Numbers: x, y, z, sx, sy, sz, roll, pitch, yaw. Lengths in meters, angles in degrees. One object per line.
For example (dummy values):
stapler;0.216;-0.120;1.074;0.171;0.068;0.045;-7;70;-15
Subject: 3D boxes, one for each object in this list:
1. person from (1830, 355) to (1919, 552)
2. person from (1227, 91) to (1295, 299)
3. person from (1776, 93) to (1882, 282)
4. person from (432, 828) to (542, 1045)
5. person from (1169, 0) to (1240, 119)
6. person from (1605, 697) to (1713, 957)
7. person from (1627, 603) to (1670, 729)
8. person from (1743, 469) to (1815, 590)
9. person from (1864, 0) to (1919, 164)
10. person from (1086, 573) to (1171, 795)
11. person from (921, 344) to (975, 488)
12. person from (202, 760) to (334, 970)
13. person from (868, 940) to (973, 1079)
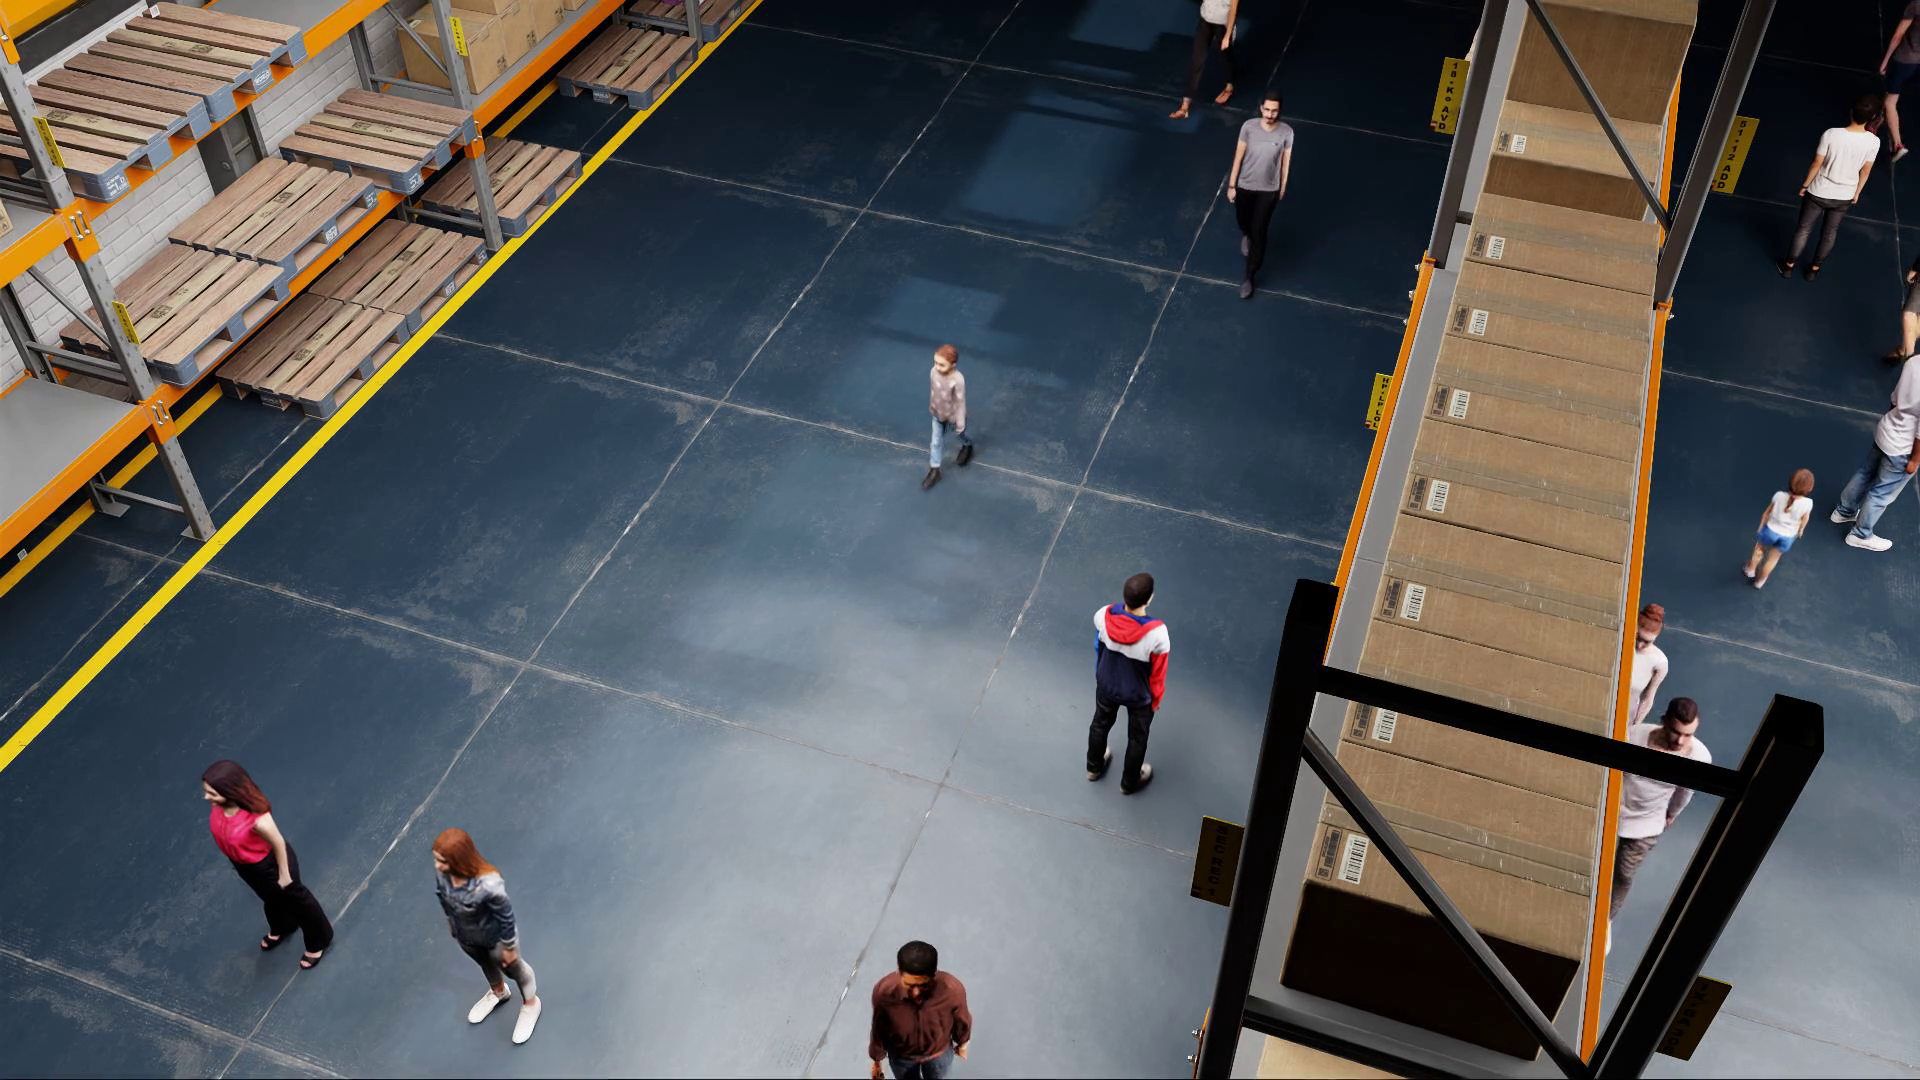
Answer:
person;6.565;-0.728;11.599;0.768;1.816;0.626;1;44;1
person;2.523;-3.027;14.078;0.644;1.725;1.153;12;45;13
person;7.347;-2.965;14.014;0.628;1.723;0.539;12;45;12
person;-2.497;2.042;8.774;0.631;1.702;0.544;19;47;19
person;2.551;-4.970;16.083;1.248;1.773;0.967;-34;53;-31
person;3.757;1.444;9.325;0.694;1.807;1.130;16;46;16
person;3.876;0.979;9.833;0.683;1.780;0.759;31;52;28
person;5.652;-0.051;11.470;0.463;1.014;0.464;24;49;23
person;8.846;-4.380;15.431;1.001;1.817;1.251;-2;44;-3
person;0.993;0.863;9.971;0.666;1.758;0.585;22;48;21
person;-0.055;-0.973;12.319;0.620;1.176;0.865;25;49;24
person;-3.817;1.761;9.100;0.626;1.659;0.572;23;48;22
person;-0.201;2.451;8.297;0.732;1.768;0.727;3;44;3
